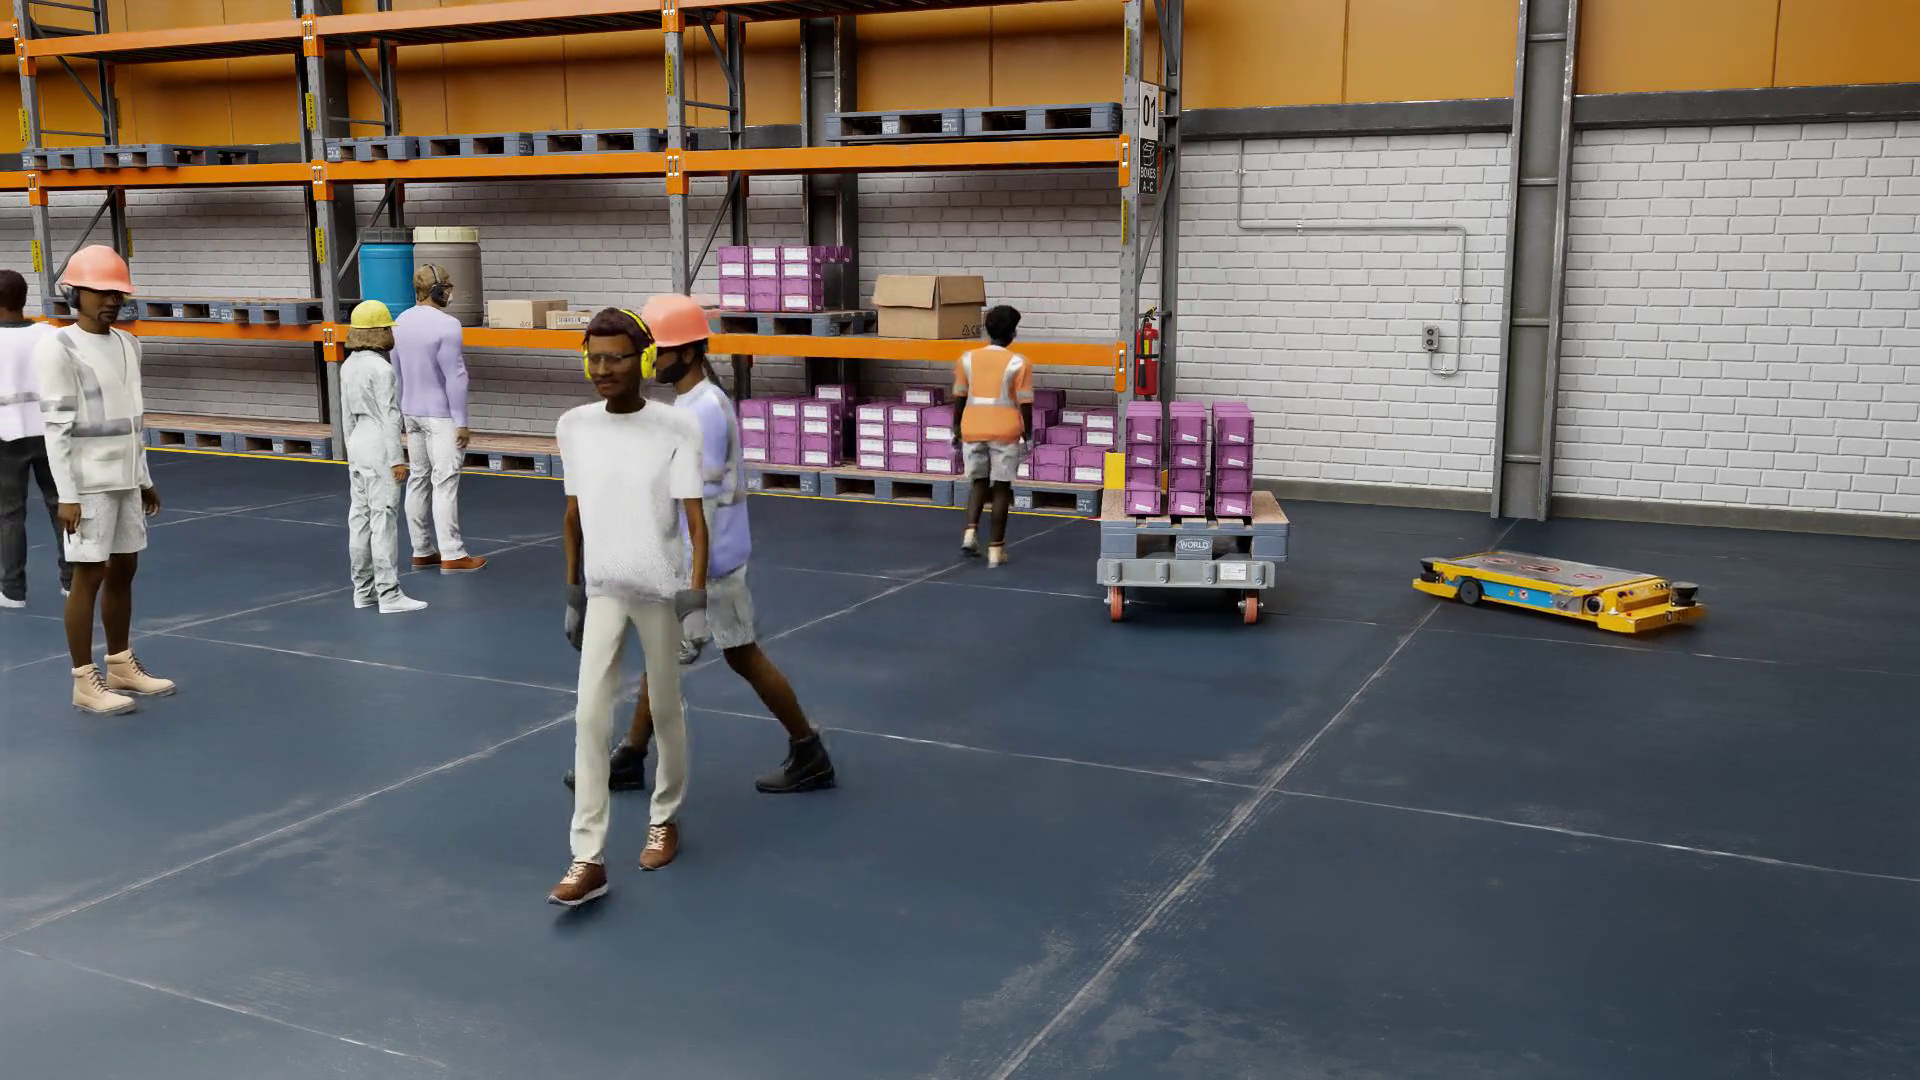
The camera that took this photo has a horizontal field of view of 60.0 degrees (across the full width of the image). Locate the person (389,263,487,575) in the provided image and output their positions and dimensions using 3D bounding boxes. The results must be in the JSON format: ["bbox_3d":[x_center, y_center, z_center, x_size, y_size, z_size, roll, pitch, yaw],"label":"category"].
[{"bbox_3d":[-3.294,-0.754,10.422,0.629,1.940,0.378,7,12,36],"label":"person"}]

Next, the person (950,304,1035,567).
[{"bbox_3d":[0.208,-0.662,10.638,0.581,1.670,0.367,4,11,23],"label":"person"}]

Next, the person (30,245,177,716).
[{"bbox_3d":[-3.735,-0.262,7.313,0.393,2.040,0.611,2,10,9],"label":"person"}]

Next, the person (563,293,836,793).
[{"bbox_3d":[-0.930,0.038,6.095,1.002,1.876,0.567,-2,10,-14],"label":"person"}]

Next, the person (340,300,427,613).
[{"bbox_3d":[-3.263,-0.466,9.331,0.483,1.743,0.305,9,13,41],"label":"person"}]

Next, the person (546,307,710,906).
[{"bbox_3d":[-1.040,0.211,5.176,0.540,1.836,0.874,1,10,8],"label":"person"}]

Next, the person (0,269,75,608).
[{"bbox_3d":[-5.300,-0.572,9.451,0.380,1.917,0.592,8,13,40],"label":"person"}]

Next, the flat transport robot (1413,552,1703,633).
[{"bbox_3d":[3.336,0.264,9.361,0.652,0.197,1.431,-7,12,-36],"label":"flat transport robot"}]
